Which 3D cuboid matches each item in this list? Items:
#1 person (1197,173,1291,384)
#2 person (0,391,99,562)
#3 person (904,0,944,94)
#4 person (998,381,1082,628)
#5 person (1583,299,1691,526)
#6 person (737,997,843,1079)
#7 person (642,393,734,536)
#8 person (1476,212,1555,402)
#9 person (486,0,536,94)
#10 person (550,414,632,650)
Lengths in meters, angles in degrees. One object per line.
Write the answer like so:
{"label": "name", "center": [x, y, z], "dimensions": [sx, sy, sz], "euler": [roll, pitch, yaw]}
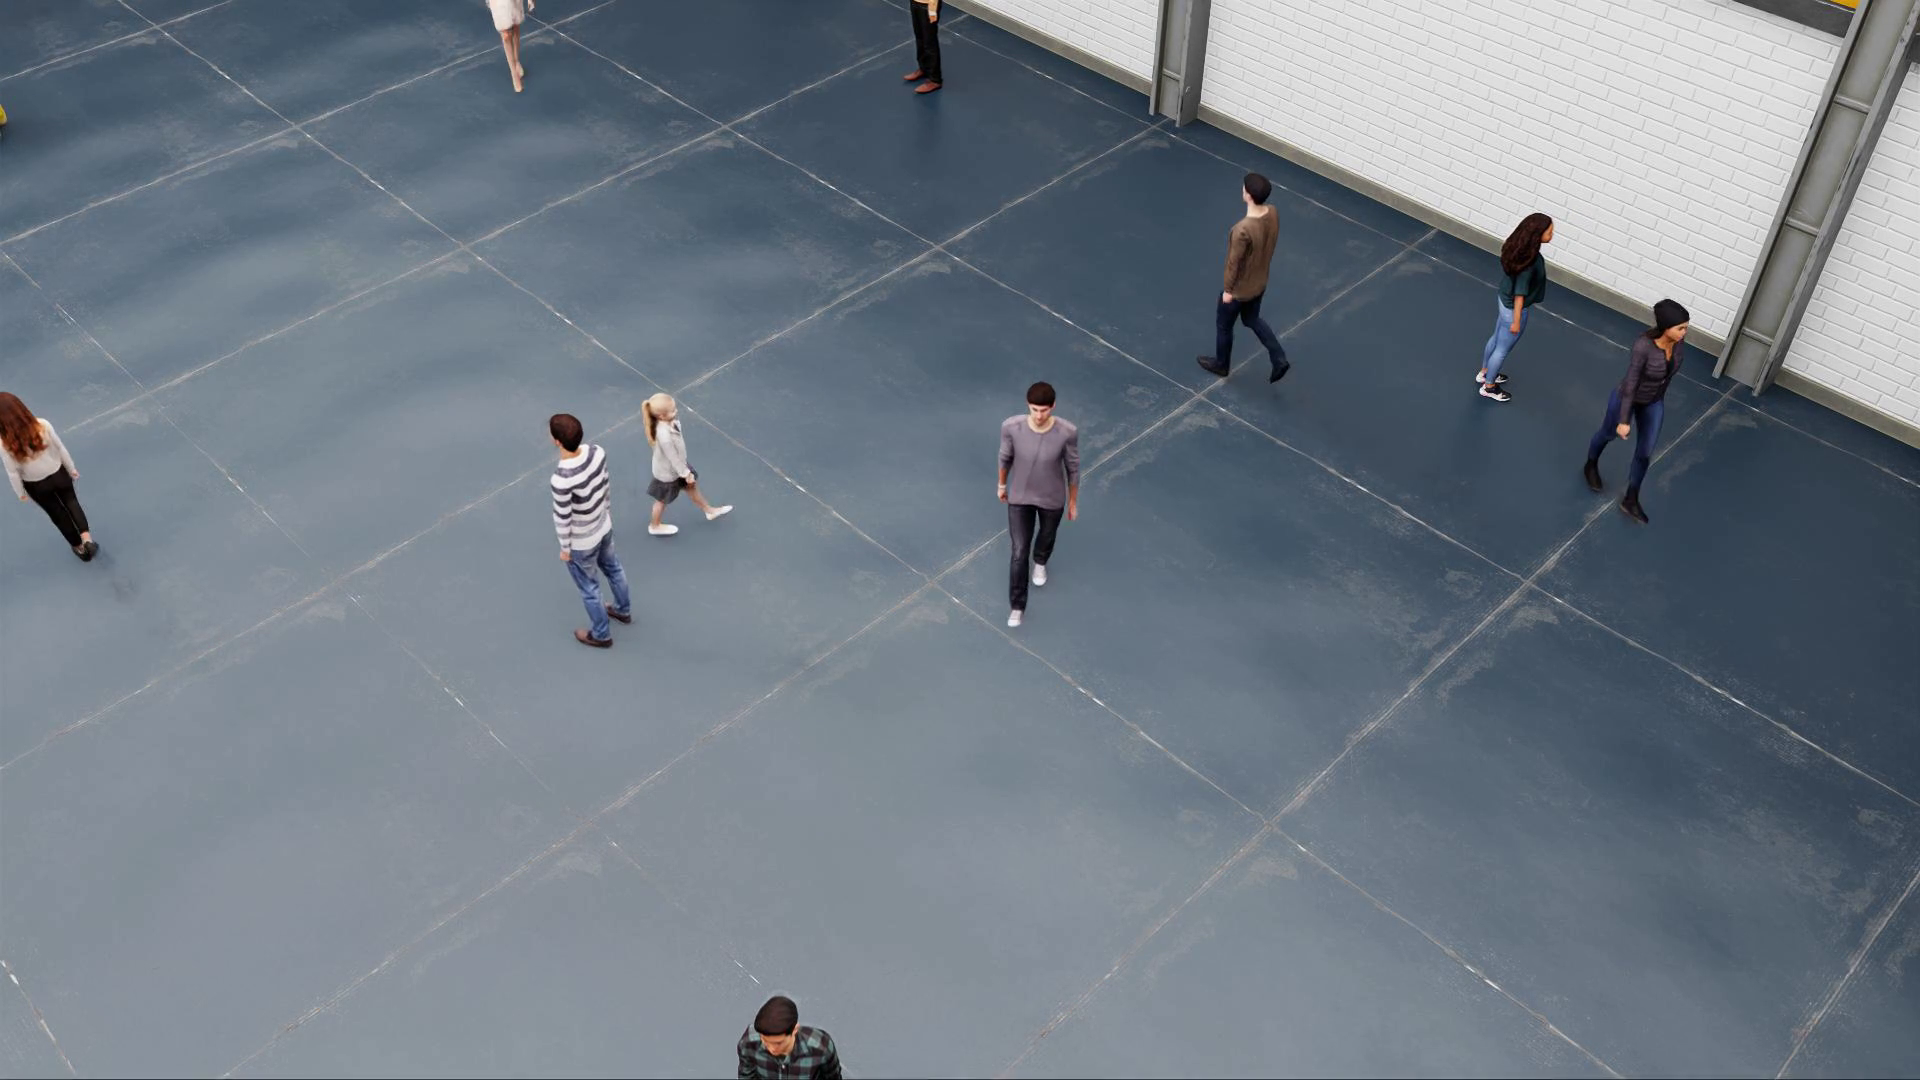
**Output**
{"label": "person", "center": [2.267, -1.955, 12.844], "dimensions": [1.012, 1.869, 0.674], "euler": [32, 52, 29]}
{"label": "person", "center": [-6.272, -0.388, 11.480], "dimensions": [0.526, 1.481, 0.553], "euler": [34, 53, 31]}
{"label": "person", "center": [-0.337, -5.322, 16.462], "dimensions": [0.786, 1.752, 0.640], "euler": [-19, 47, -19]}
{"label": "person", "center": [0.530, -0.369, 11.213], "dimensions": [1.116, 1.820, 1.153], "euler": [2, 44, 2]}
{"label": "person", "center": [4.807, -1.030, 11.980], "dimensions": [0.938, 1.720, 1.083], "euler": [-8, 44, -9]}
{"label": "person", "center": [-0.816, 2.729, 8.185], "dimensions": [0.715, 1.714, 0.780], "euler": [4, 44, 4]}
{"label": "person", "center": [-2.120, -0.508, 11.773], "dimensions": [0.872, 1.249, 0.829], "euler": [-2, 44, -2]}
{"label": "person", "center": [4.297, -1.827, 12.893], "dimensions": [0.759, 1.616, 0.715], "euler": [6, 44, 6]}
{"label": "person", "center": [-4.543, -5.423, 16.596], "dimensions": [0.804, 1.714, 0.962], "euler": [-18, 46, -18]}
{"label": "person", "center": [-2.428, -0.064, 10.870], "dimensions": [0.645, 1.852, 0.705], "euler": [19, 47, 19]}
